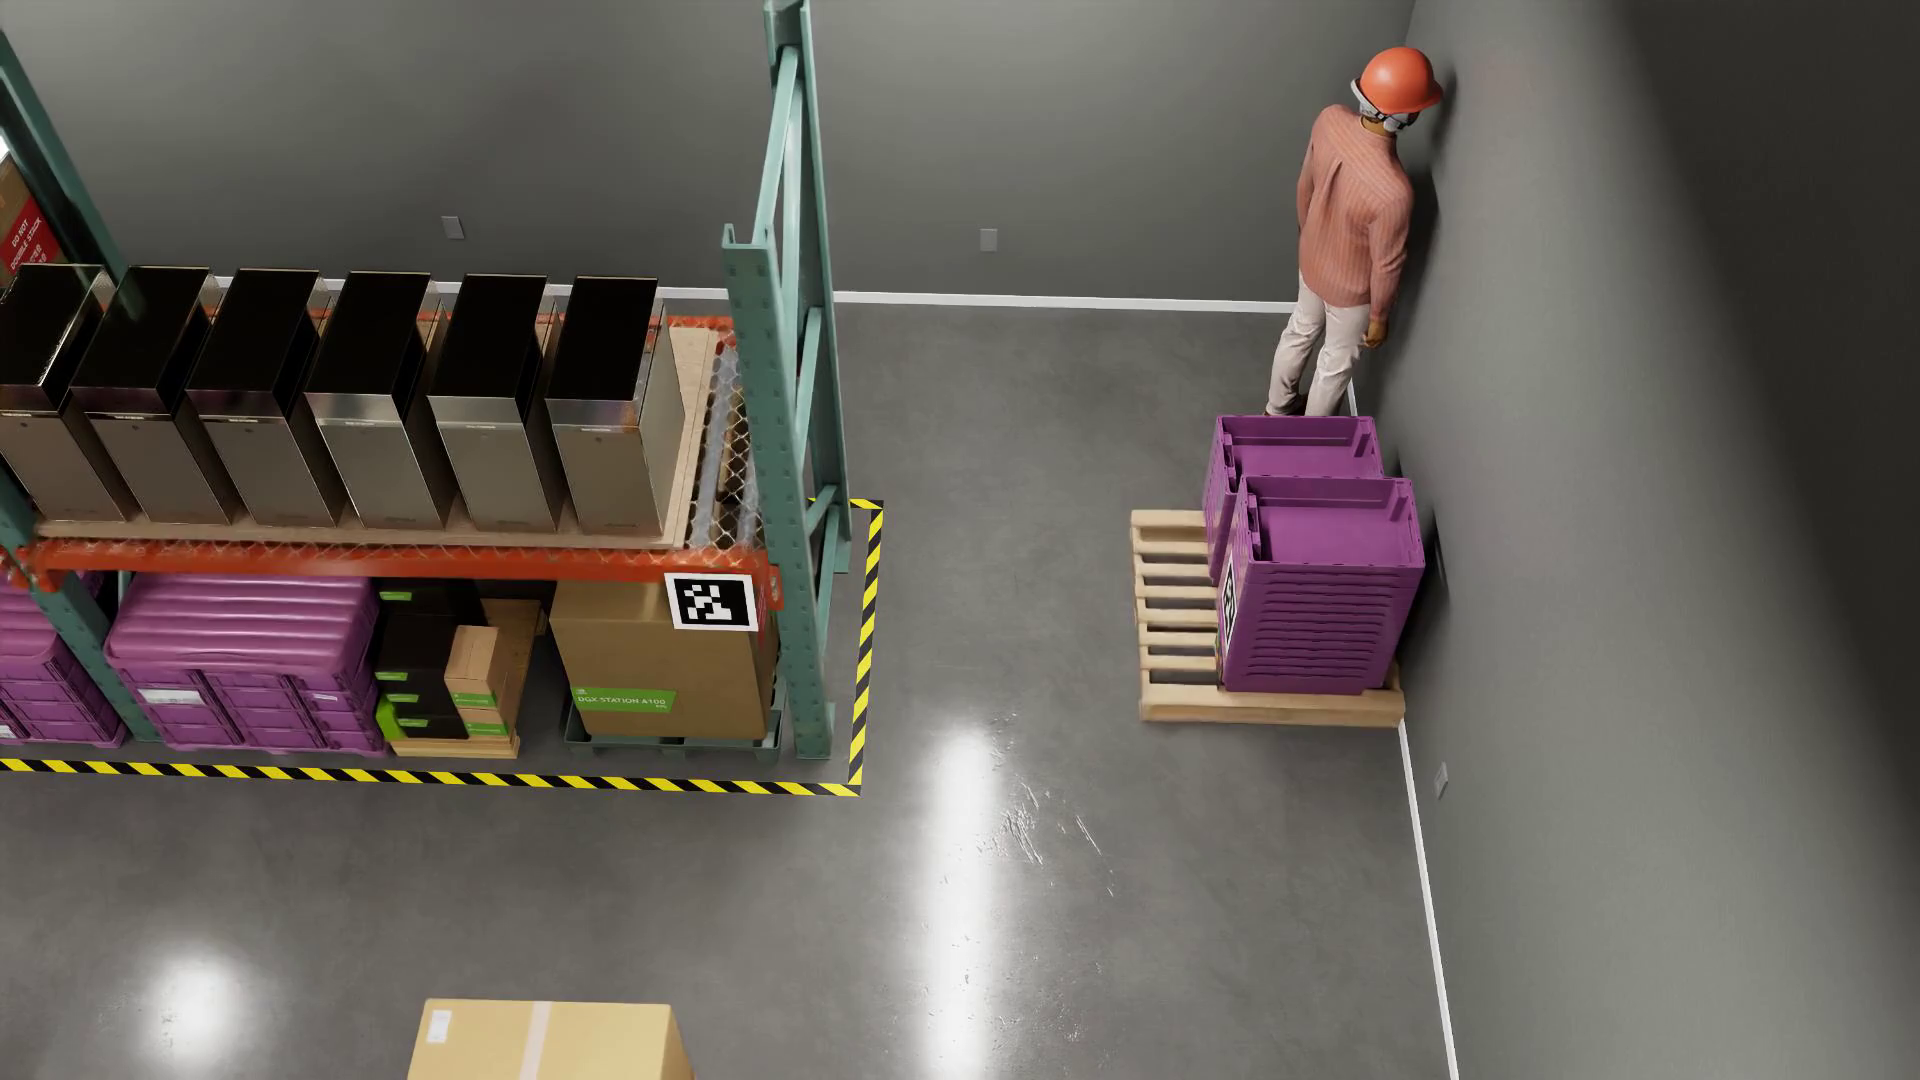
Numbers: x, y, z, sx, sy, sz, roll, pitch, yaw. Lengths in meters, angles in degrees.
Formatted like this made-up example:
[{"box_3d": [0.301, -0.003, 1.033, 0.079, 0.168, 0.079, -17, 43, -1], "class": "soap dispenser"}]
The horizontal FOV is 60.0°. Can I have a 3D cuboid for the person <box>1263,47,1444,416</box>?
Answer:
[{"box_3d": [1.512, -1.056, 6.488, 0.383, 1.993, 0.622, -18, 54, -14], "class": "person"}]
